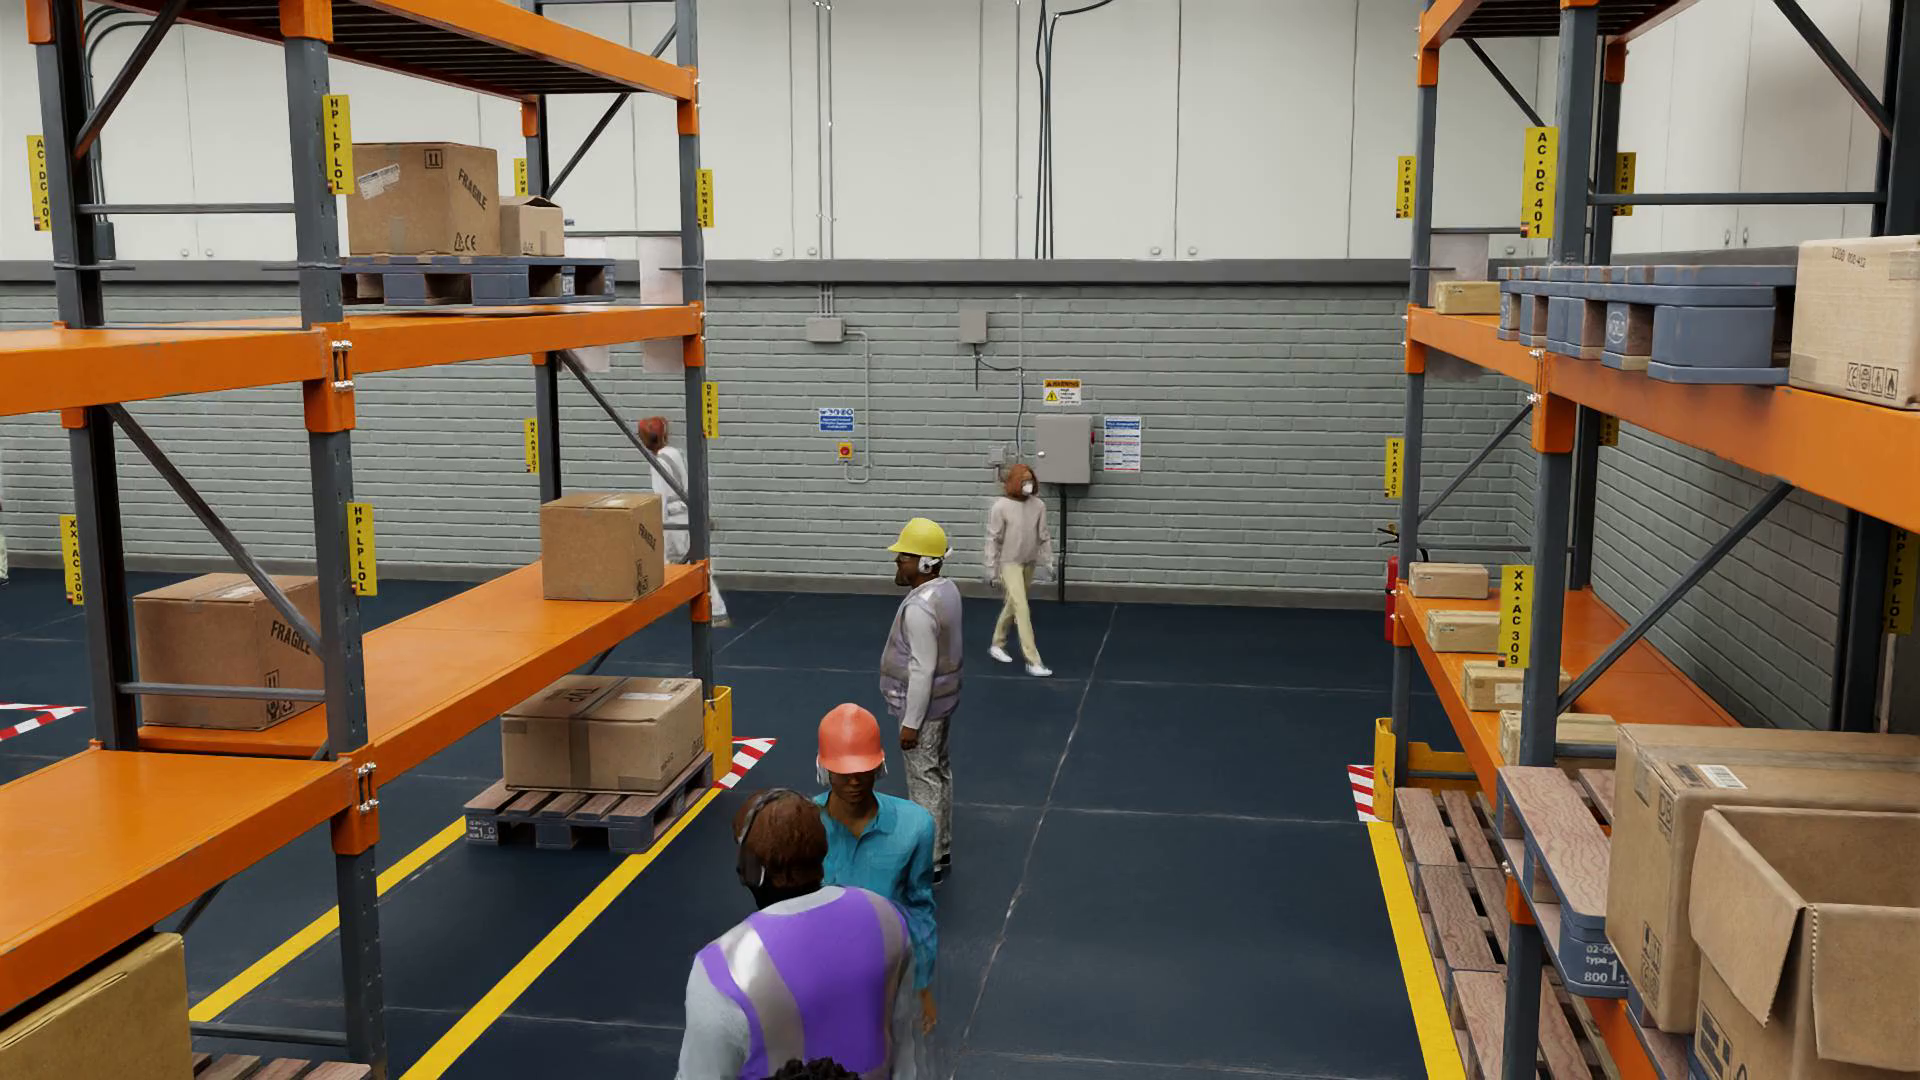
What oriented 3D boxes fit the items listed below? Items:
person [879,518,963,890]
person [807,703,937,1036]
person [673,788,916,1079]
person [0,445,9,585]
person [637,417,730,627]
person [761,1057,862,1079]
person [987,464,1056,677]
[{"bbox_3d":[-0.192,0.798,8.199,0.404,1.835,0.600,2,9,12],"label":"person"},{"bbox_3d":[-0.333,1.348,5.061,0.561,1.753,0.330,-2,10,-14],"label":"person"},{"bbox_3d":[-0.390,1.492,3.996,0.434,1.823,0.627,8,12,41],"label":"person"},{"bbox_3d":[-9.439,-0.411,15.970,0.573,1.738,0.355,3,10,20],"label":"person"},{"bbox_3d":[-2.437,-0.147,14.117,1.021,1.808,0.615,0,9,0],"label":"person"},{"bbox_3d":[-0.267,1.721,2.939,0.321,1.697,0.529,3,10,19],"label":"person"},{"bbox_3d":[0.456,0.202,12.633,0.514,1.587,0.850,-7,11,-36],"label":"person"}]
